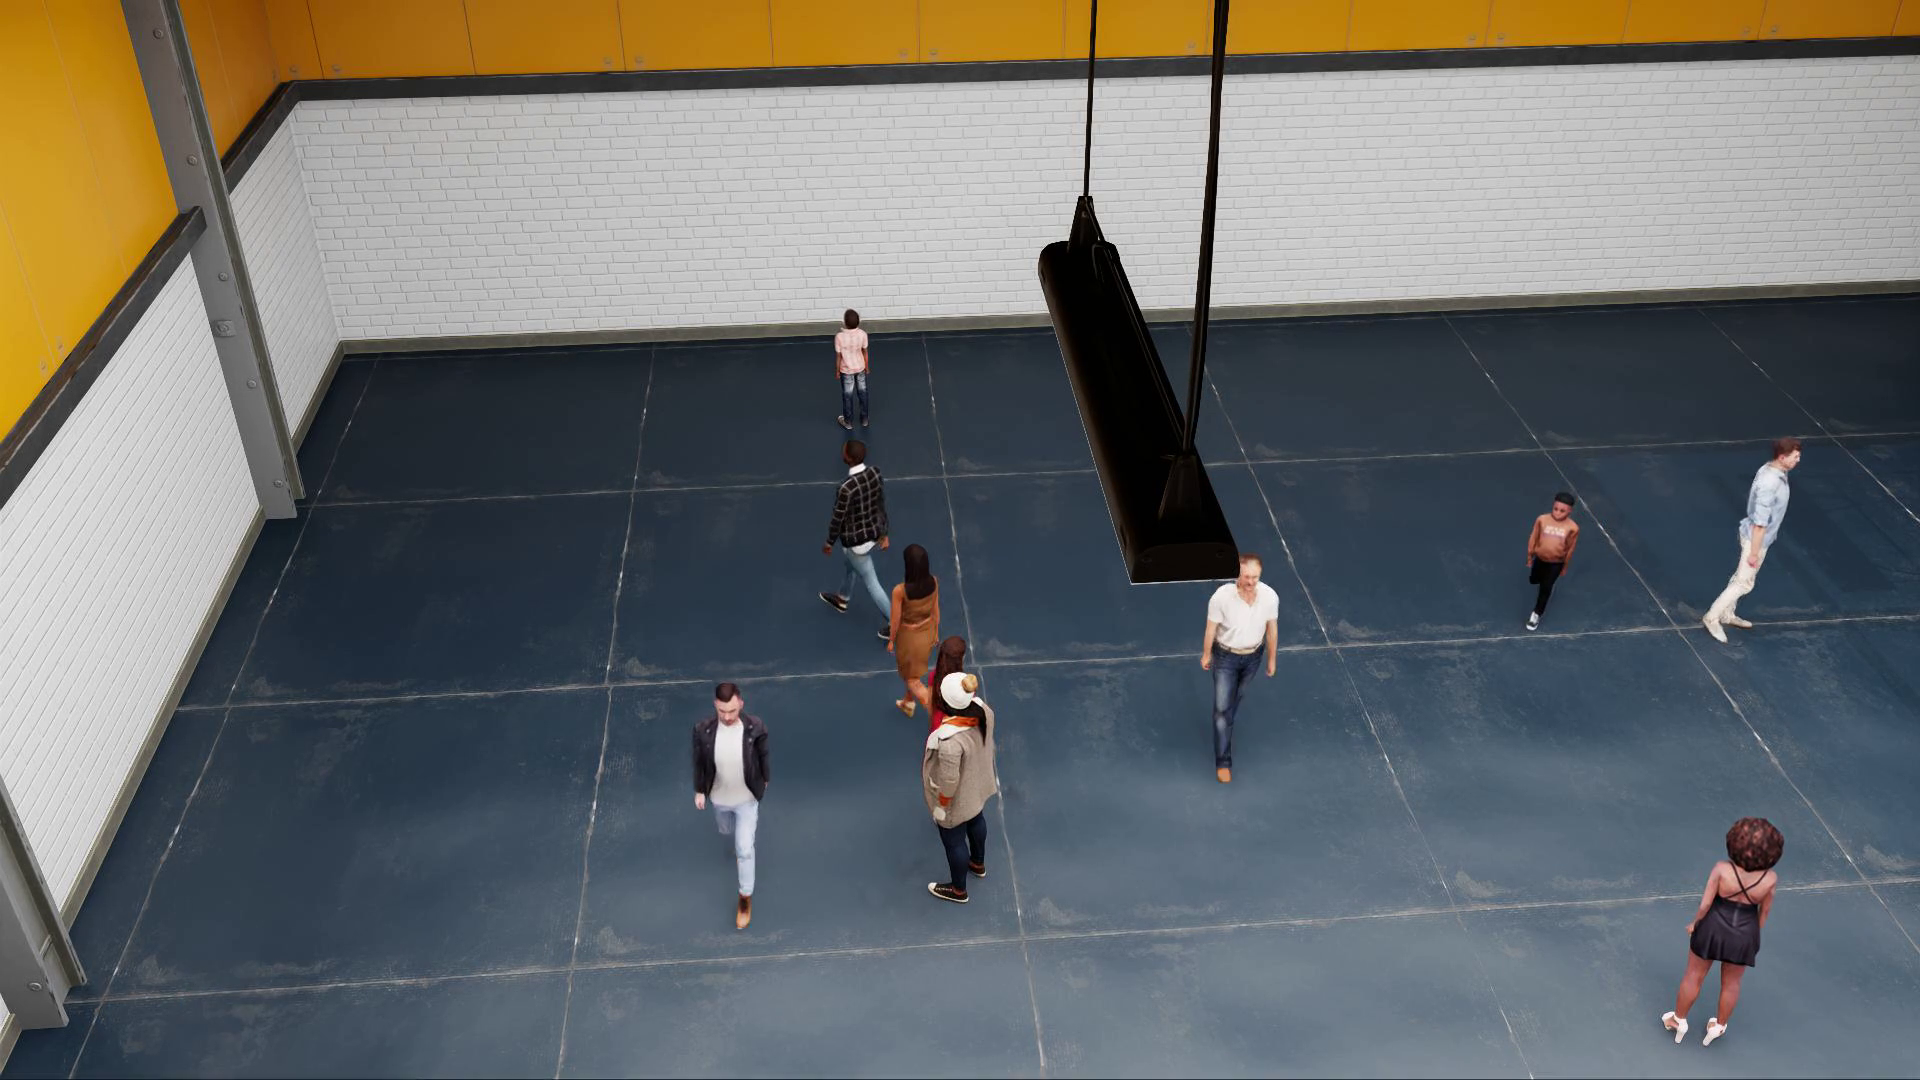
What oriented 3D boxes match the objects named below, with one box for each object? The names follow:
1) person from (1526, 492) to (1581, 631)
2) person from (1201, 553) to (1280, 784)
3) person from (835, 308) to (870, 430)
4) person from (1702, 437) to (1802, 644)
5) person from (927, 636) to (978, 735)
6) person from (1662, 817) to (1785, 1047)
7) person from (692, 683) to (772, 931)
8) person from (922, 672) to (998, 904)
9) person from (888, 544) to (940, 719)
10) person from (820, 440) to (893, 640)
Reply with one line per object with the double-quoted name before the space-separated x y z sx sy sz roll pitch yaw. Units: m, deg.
"person" 4.964 0.123 13.941 0.796 1.242 0.894 20 38 27
"person" 2.060 0.797 12.398 0.710 1.828 1.069 -1 34 -2
"person" -1.075 -1.727 16.667 0.550 1.306 0.563 -11 35 -17
"person" 6.502 -0.030 13.621 0.840 1.851 0.748 20 38 27
"person" -0.057 1.334 11.839 0.644 1.553 0.703 10 35 15
"person" 4.623 2.385 10.045 0.632 1.789 0.636 8 35 12
"person" -1.520 1.642 11.151 0.720 1.802 1.160 0 34 0
"person" 0.015 1.614 11.113 0.876 1.890 0.788 17 37 23
"person" -0.295 0.806 12.533 0.943 1.665 1.076 -26 42 -34
"person" -0.741 0.047 13.575 1.222 1.774 1.223 22 40 30
